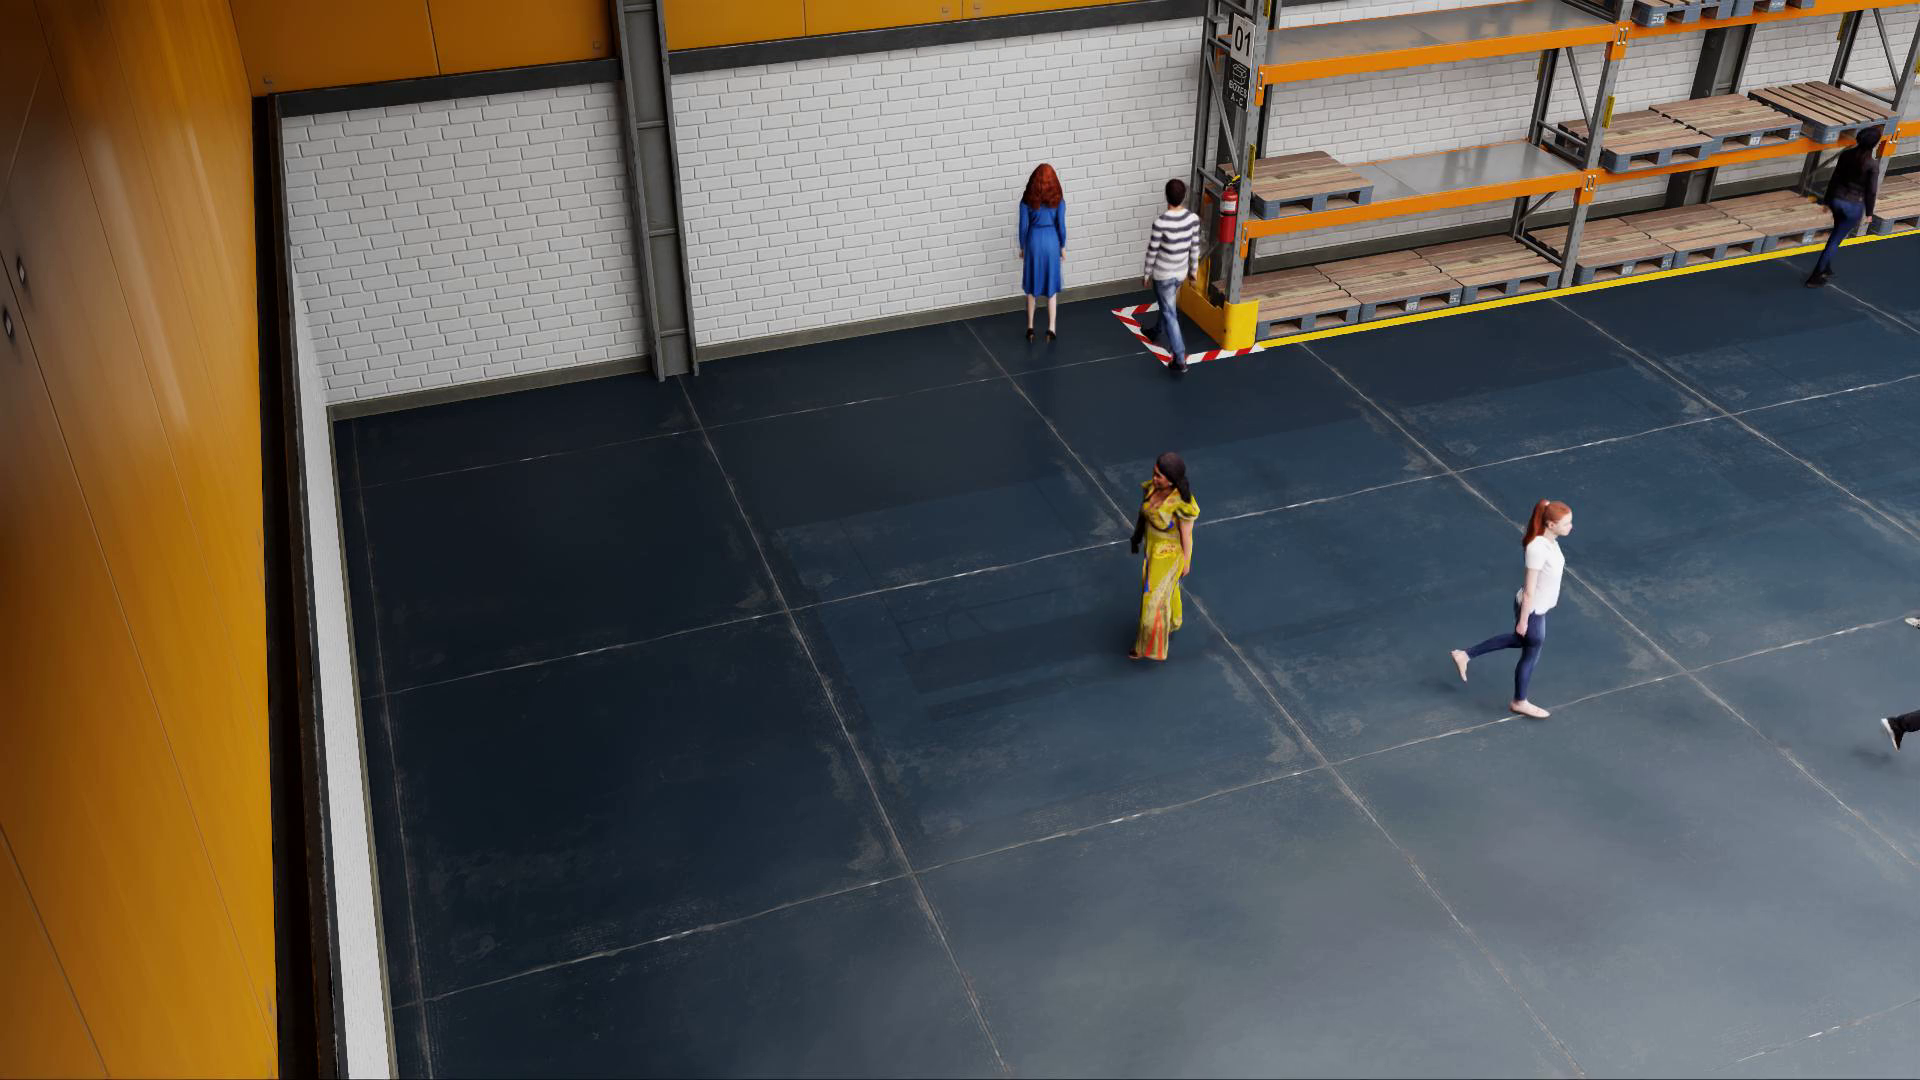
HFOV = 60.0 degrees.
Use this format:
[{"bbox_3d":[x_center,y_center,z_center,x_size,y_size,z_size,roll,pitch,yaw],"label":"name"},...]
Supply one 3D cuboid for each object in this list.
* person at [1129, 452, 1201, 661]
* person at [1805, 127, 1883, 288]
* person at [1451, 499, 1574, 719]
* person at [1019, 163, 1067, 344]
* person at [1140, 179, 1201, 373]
[{"bbox_3d":[1.558,0.063,12.075,0.914,1.640,0.849,-18,38,-25],"label":"person"},{"bbox_3d":[9.107,-3.415,17.227,0.700,1.730,0.669,-15,36,-21],"label":"person"},{"bbox_3d":[3.822,0.446,11.423,1.023,1.724,0.947,14,36,20],"label":"person"},{"bbox_3d":[0.791,-2.777,16.179,0.655,1.827,0.766,4,34,5],"label":"person"},{"bbox_3d":[2.033,-2.459,15.724,1.183,1.802,0.811,-15,36,-21],"label":"person"}]
